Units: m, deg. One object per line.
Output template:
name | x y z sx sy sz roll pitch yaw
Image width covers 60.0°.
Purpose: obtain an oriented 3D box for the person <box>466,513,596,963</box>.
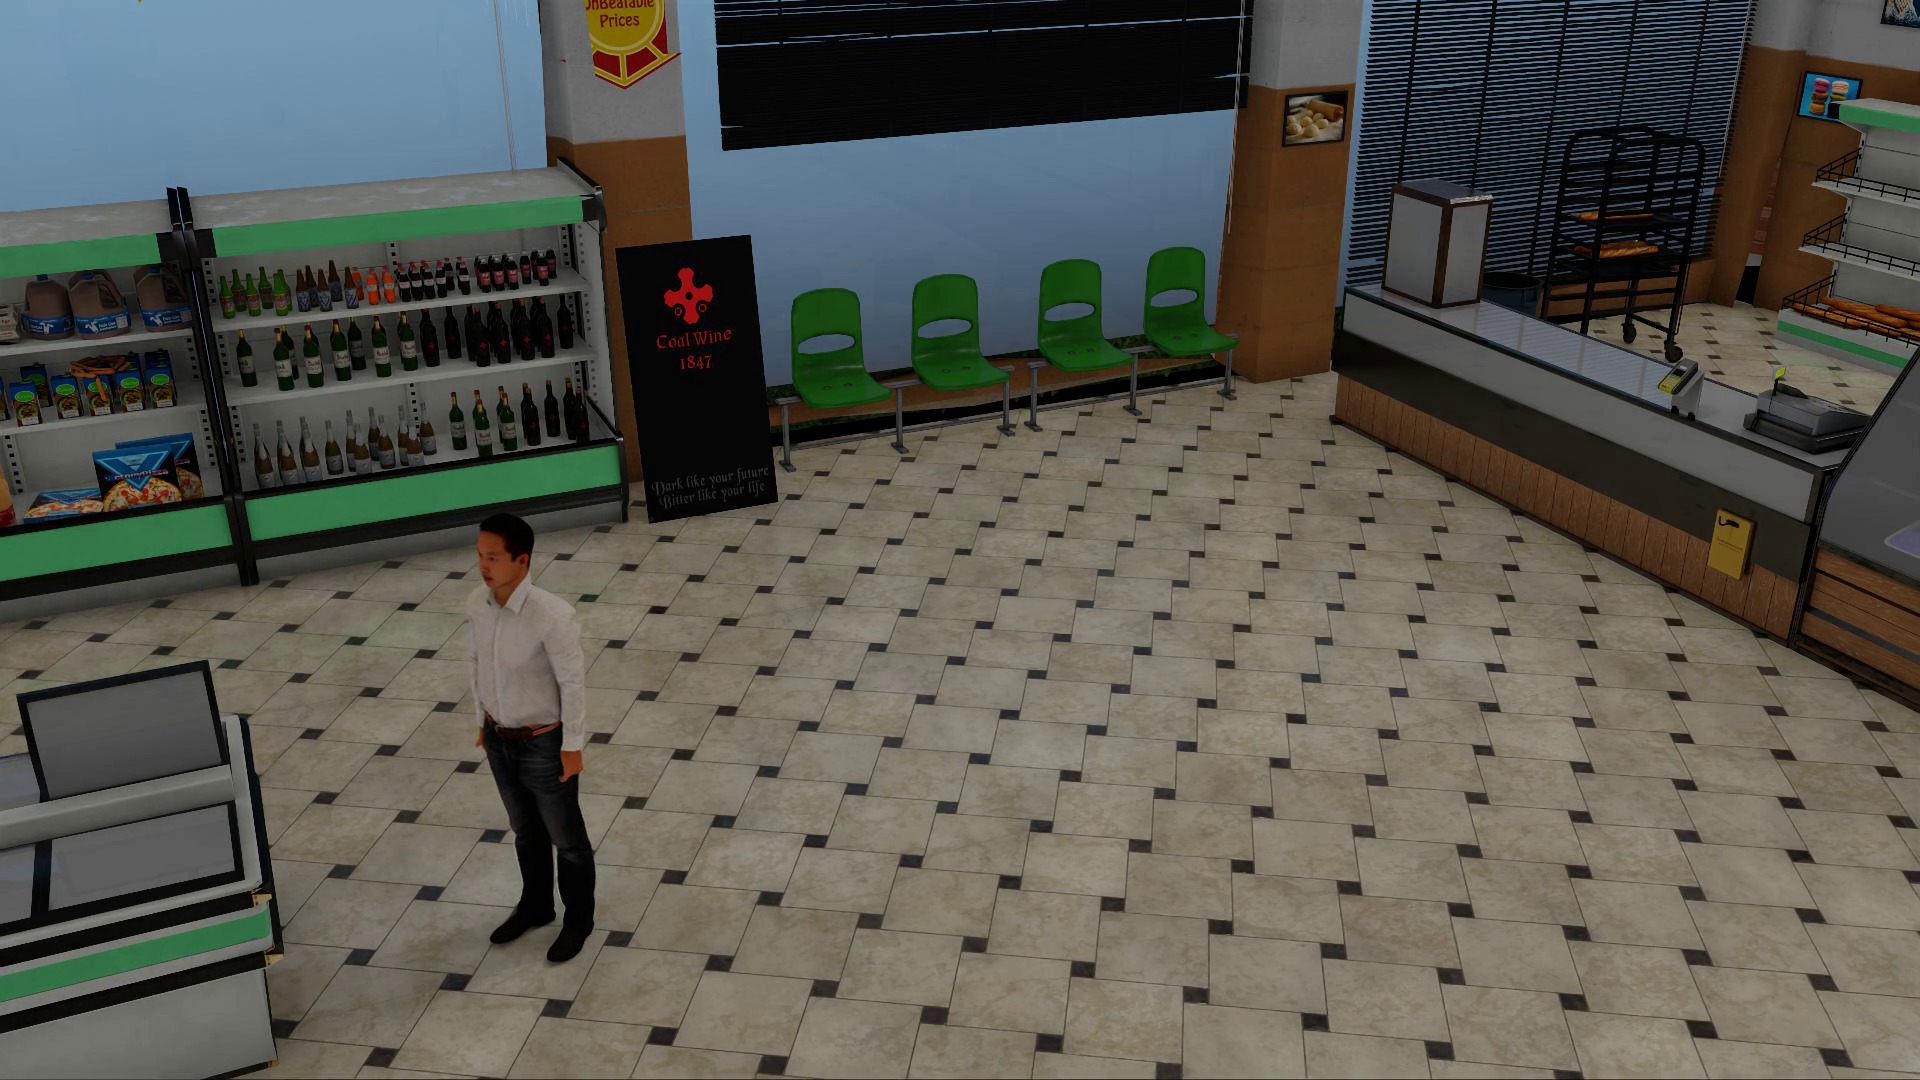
person | -1.587 0.730 6.198 0.734 1.811 0.749 13 27 28
